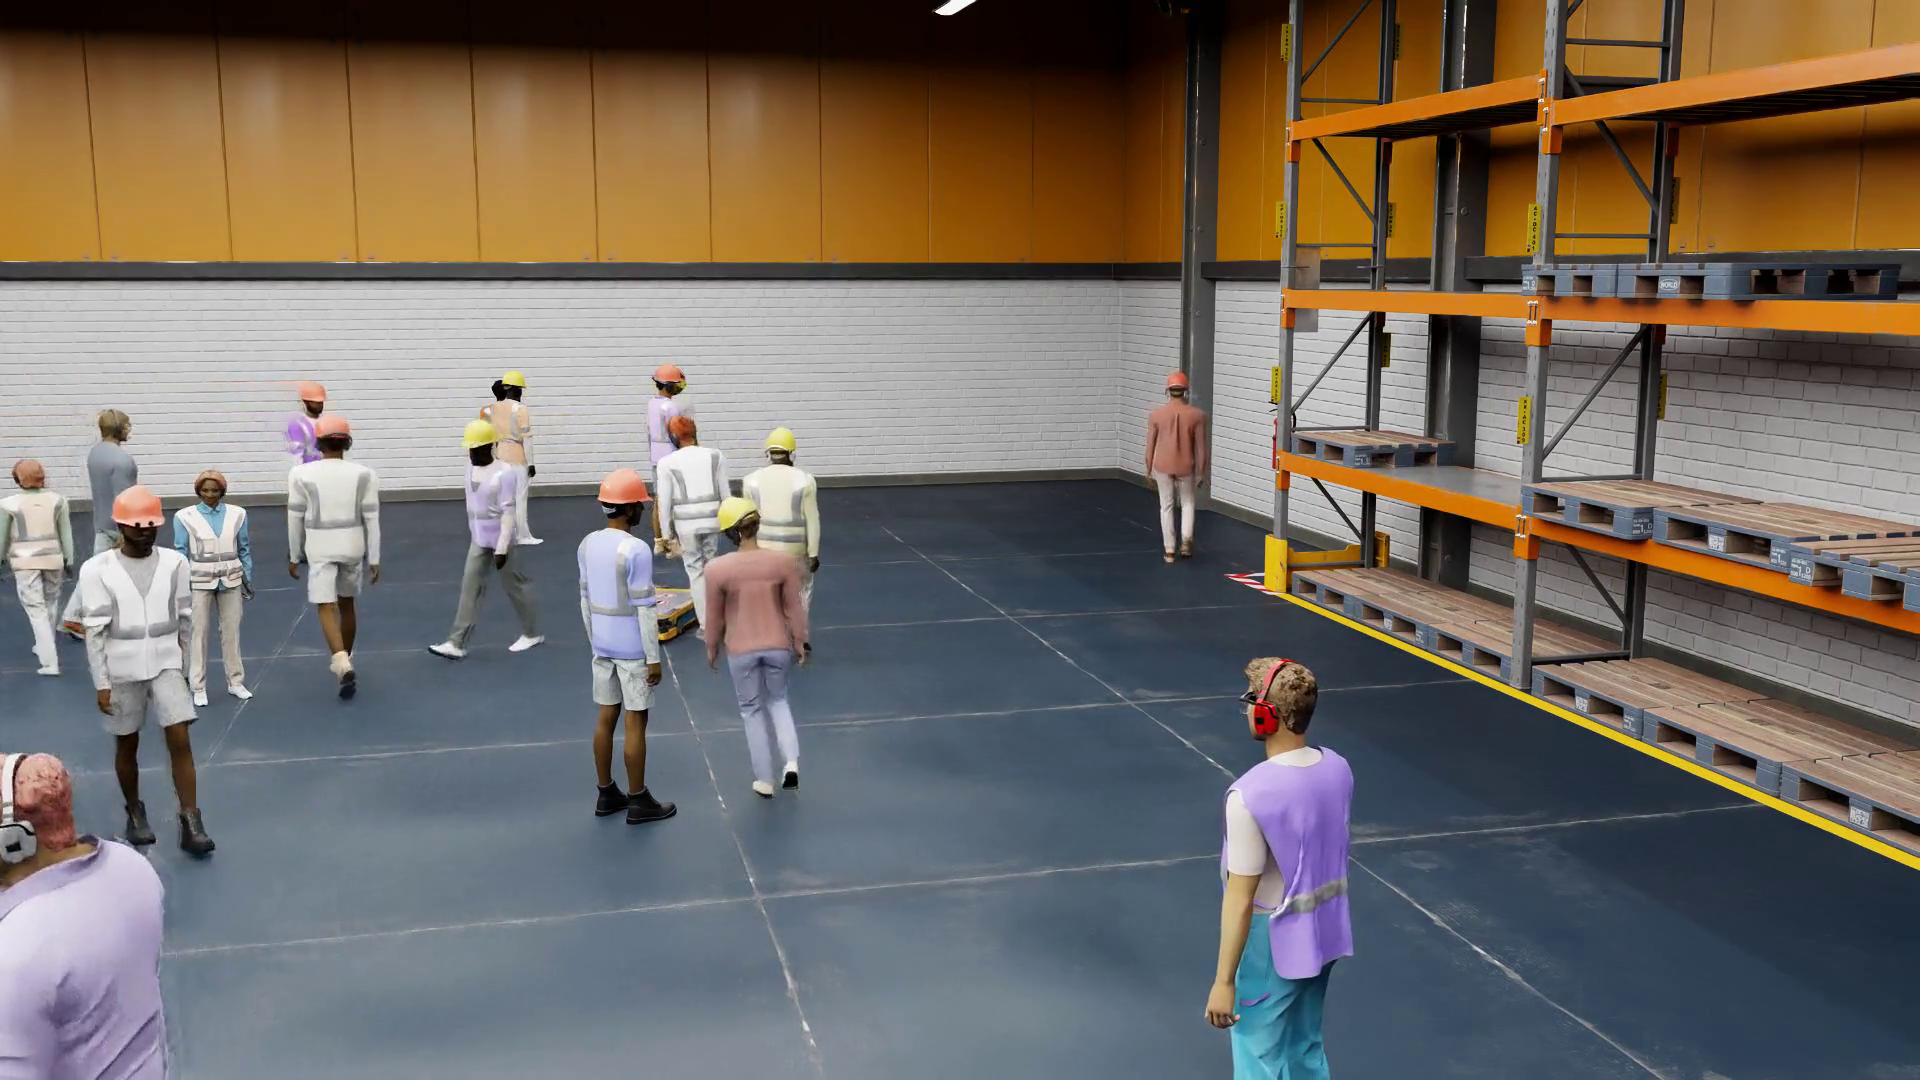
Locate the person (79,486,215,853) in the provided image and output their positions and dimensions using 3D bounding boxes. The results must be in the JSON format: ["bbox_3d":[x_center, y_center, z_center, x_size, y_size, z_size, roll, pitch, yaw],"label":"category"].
[{"bbox_3d":[-4.144,0.683,8.496,0.552,1.902,0.875,-8,12,-39],"label":"person"}]

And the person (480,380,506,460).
[{"bbox_3d":[-5.563,-1.100,20.266,0.537,1.694,0.317,-3,10,-19],"label":"person"}]

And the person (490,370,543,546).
[{"bbox_3d":[-4.889,-0.898,18.283,0.587,1.926,0.368,6,11,33],"label":"person"}]

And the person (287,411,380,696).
[{"bbox_3d":[-4.454,0.086,11.907,0.609,2.016,0.969,-6,11,-33],"label":"person"}]

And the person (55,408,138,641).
[{"bbox_3d":[-6.930,-0.125,13.552,0.642,1.903,0.990,8,12,40],"label":"person"}]

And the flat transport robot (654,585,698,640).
[{"bbox_3d":[-2.566,0.604,14.056,0.652,0.197,1.431,2,9,10],"label":"flat transport robot"}]

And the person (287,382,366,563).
[{"bbox_3d":[-6.538,-0.660,16.931,1.012,1.878,0.571,5,10,29],"label":"person"}]

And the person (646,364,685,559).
[{"bbox_3d":[-3.048,-0.826,17.475,0.383,2.042,0.609,-7,12,-38],"label":"person"}]

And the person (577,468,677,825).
[{"bbox_3d":[-1.815,0.575,9.054,0.549,1.937,0.358,7,11,37],"label":"person"}]

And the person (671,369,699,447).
[{"bbox_3d":[-3.370,-1.101,19.774,0.546,1.854,0.651,3,10,17],"label":"person"}]

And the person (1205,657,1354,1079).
[{"bbox_3d":[0.986,1.269,5.050,0.385,1.839,0.567,9,13,44],"label":"person"}]

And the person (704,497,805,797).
[{"bbox_3d":[-1.168,0.616,9.442,0.546,1.738,0.389,-3,10,-21],"label":"person"}]

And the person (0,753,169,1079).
[{"bbox_3d":[-2.119,1.417,3.936,0.463,1.888,0.669,0,9,-3],"label":"person"}]

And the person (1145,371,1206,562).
[{"bbox_3d":[2.224,-0.758,17.227,0.624,1.977,0.437,1,9,5],"label":"person"}]

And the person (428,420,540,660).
[{"bbox_3d":[-3.669,-0.004,12.906,0.597,1.863,0.988,6,11,33],"label":"person"}]

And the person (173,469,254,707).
[{"bbox_3d":[-5.179,0.325,11.561,0.512,1.634,0.312,-8,12,-42],"label":"person"}]

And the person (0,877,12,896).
[{"bbox_3d":[-2.329,1.404,4.107,0.693,1.863,1.005,2,9,10],"label":"person"}]

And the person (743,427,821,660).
[{"bbox_3d":[-1.339,0.038,12.788,0.622,1.809,0.600,1,9,9],"label":"person"}]

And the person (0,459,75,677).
[{"bbox_3d":[-6.957,0.200,12.437,0.801,1.606,0.517,7,11,36],"label":"person"}]

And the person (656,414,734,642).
[{"bbox_3d":[-2.124,-0.085,13.463,0.663,1.840,0.408,-5,11,-30],"label":"person"}]
